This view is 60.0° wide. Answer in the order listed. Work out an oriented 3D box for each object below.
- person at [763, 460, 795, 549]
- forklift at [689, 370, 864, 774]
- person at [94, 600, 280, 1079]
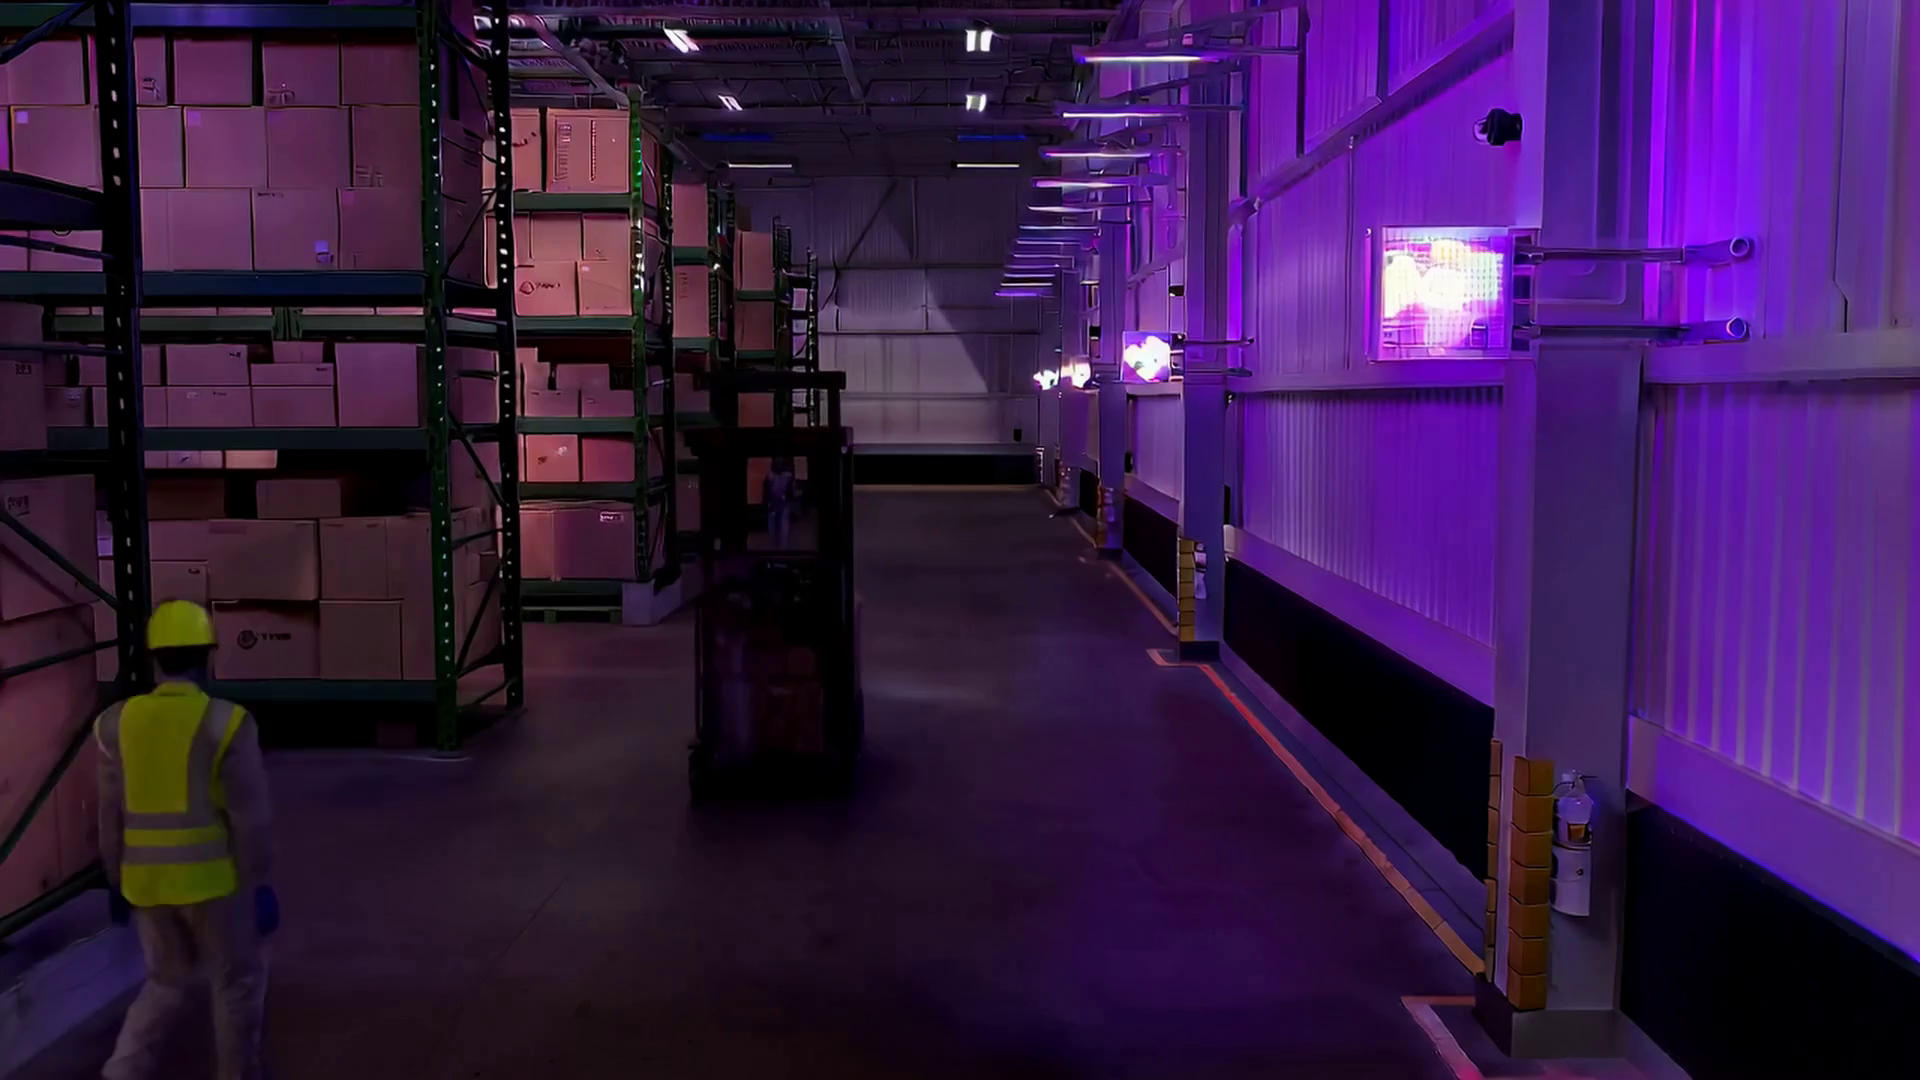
[{"bbox_3d":[-2.868,-0.452,26.346,0.520,1.636,0.312,1,5,11],"label":"person"},{"bbox_3d":[-1.300,0.148,12.187,1.129,2.768,1.873,0,5,0],"label":"forklift"},{"bbox_3d":[-2.701,1.177,5.732,0.635,1.919,0.642,1,5,11],"label":"person"}]
